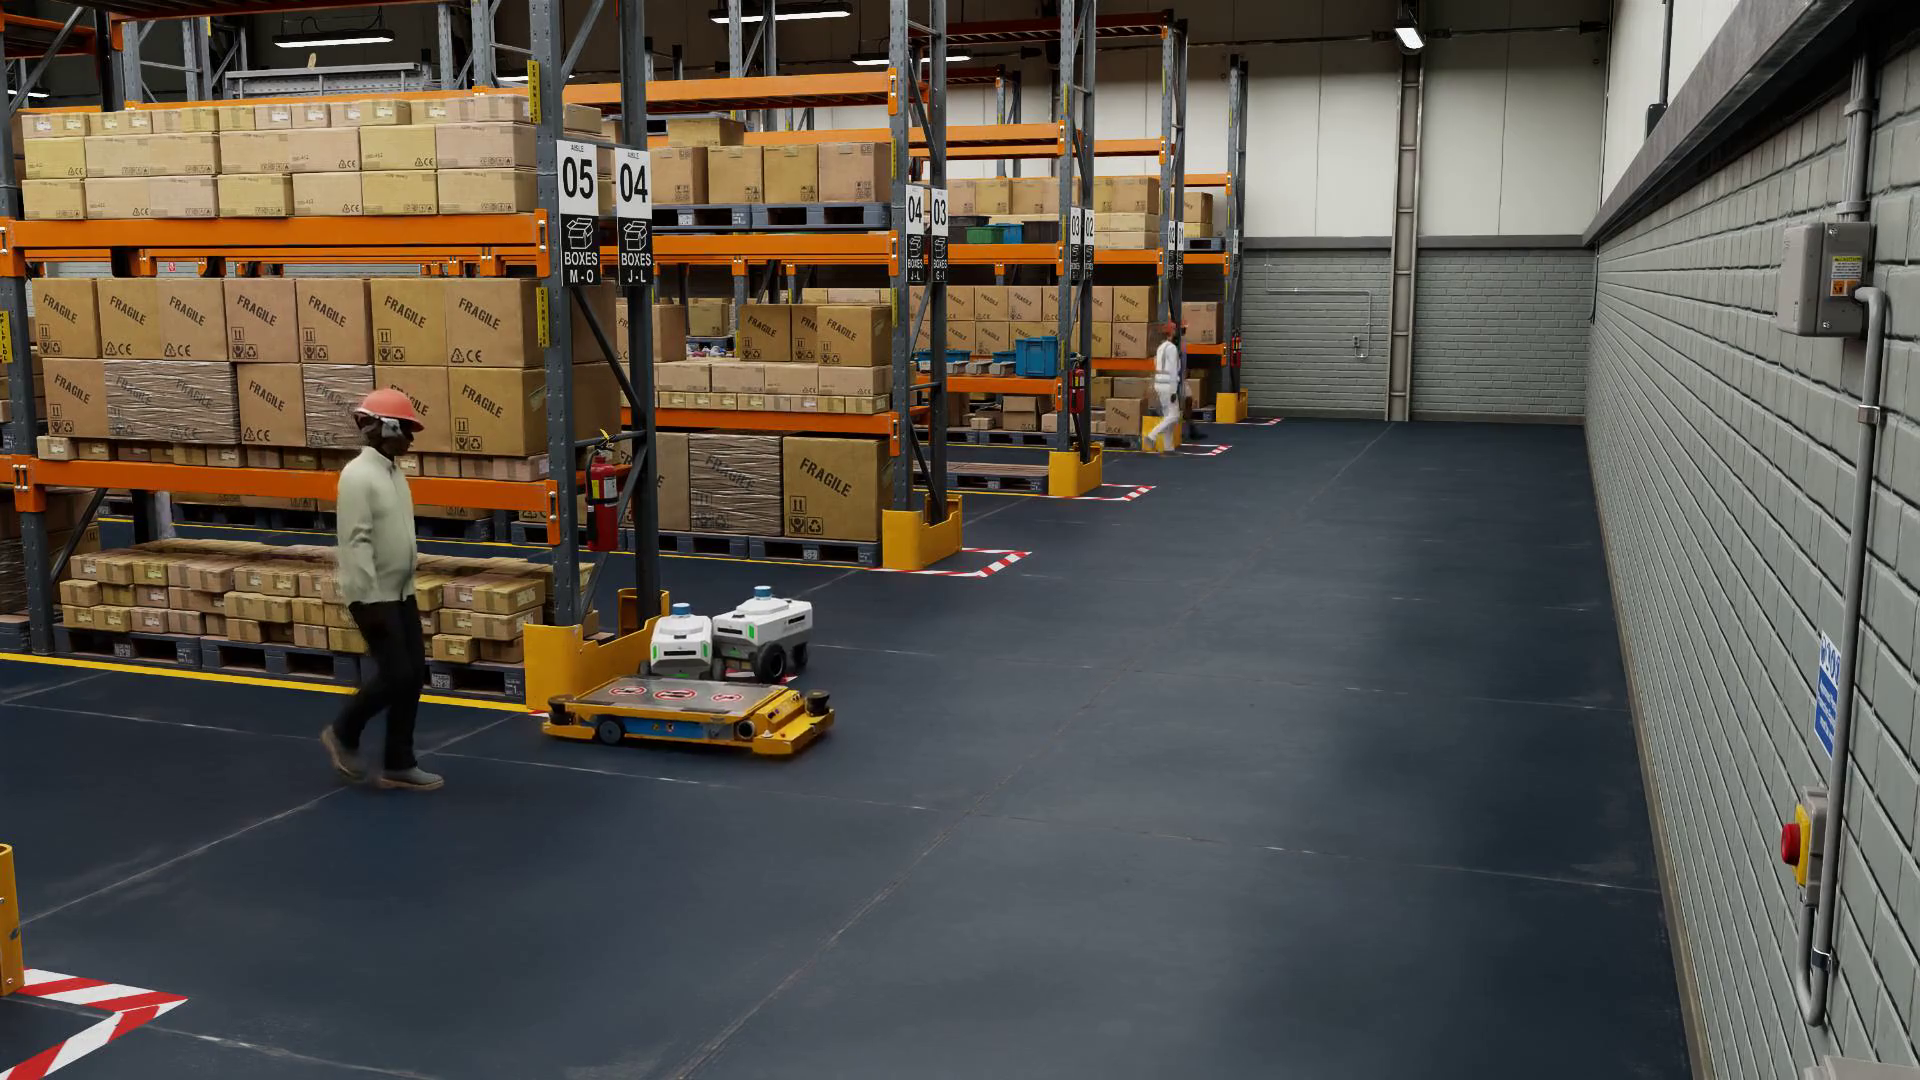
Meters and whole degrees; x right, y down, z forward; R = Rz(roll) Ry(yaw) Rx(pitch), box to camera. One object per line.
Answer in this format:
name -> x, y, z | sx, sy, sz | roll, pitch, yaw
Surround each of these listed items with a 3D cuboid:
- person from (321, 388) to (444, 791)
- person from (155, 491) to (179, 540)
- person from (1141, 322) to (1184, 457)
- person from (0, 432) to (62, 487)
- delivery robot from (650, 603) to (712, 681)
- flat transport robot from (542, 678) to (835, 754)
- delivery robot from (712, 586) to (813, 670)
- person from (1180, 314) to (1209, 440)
person -> -2.795, 0.257, 7.972 | 0.541, 1.952, 0.670 | 1, 9, 8
person -> -6.902, -0.718, 14.487 | 0.945, 1.826, 0.525 | 7, 11, 35
person -> 2.768, -2.045, 22.684 | 0.527, 1.849, 0.612 | -2, 9, -10
person -> -7.799, -0.668, 13.932 | 0.460, 1.893, 0.643 | 7, 12, 38
delivery robot -> -1.638, 0.616, 9.800 | 0.477, 0.478, 0.707 | -1, 9, -7
flat transport robot -> -1.463, 0.932, 9.011 | 1.431, 0.197, 0.652 | 2, 9, 15
delivery robot -> -1.222, 0.530, 10.343 | 0.477, 0.478, 0.707 | 5, 10, 28
person -> 3.342, -2.401, 24.738 | 0.861, 1.899, 0.561 | 6, 11, 34
